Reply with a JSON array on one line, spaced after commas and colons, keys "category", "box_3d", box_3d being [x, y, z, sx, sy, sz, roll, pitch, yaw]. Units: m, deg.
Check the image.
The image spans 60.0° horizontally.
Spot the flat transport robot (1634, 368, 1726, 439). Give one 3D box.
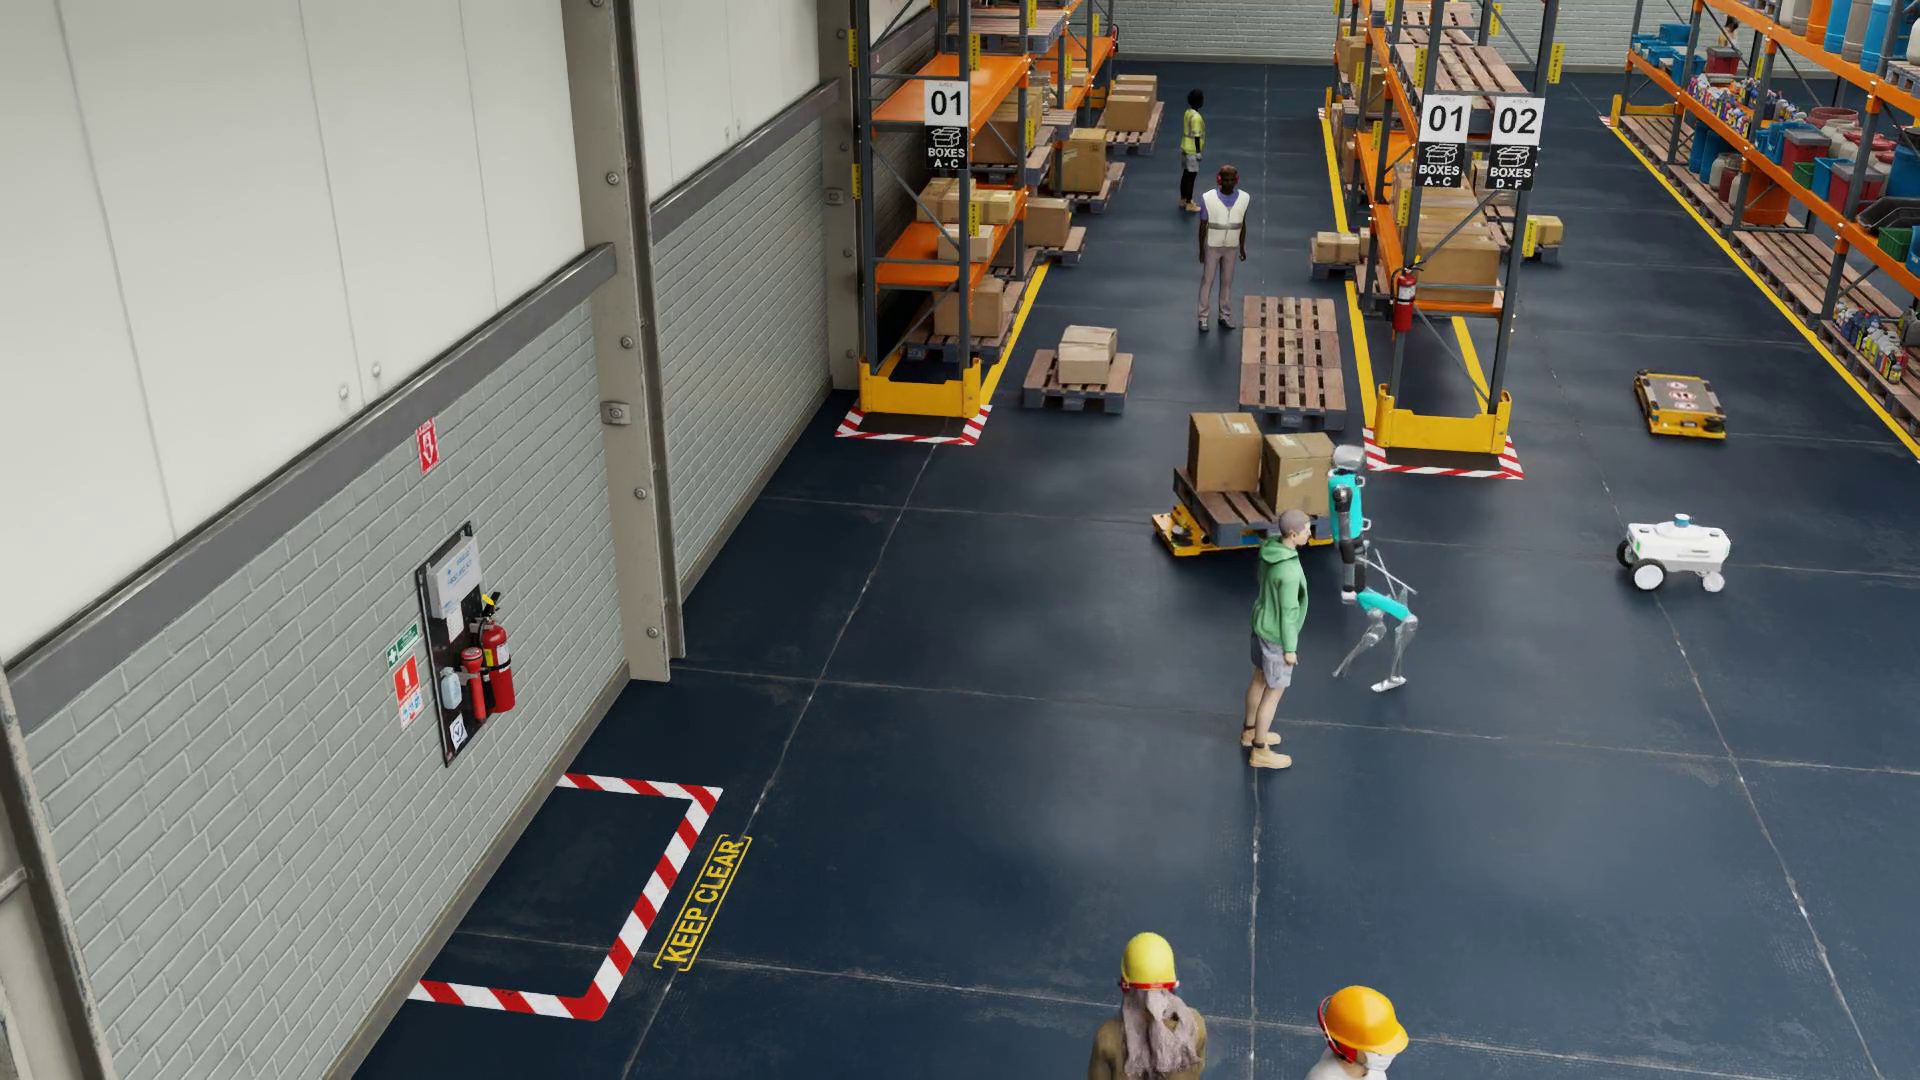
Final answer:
[{"category": "flat transport robot", "box_3d": [7.004, -1.332, 16.209, 0.659, 0.231, 1.431, 6, 26, 13]}]

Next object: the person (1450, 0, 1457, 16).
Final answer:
[{"category": "person", "box_3d": [9.325, -9.442, 31.799, 0.528, 1.768, 0.310, 8, 26, 16]}]

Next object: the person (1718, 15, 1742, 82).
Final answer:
[{"category": "person", "box_3d": [13.601, -8.390, 29.454, 0.563, 1.840, 0.434, -16, 29, -30]}]

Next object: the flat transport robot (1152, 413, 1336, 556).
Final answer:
[{"category": "flat transport robot", "box_3d": [2.355, -0.132, 13.639, 1.431, 0.231, 0.659, -4, 25, -9]}]

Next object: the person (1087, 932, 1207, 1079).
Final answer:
[{"category": "person", "box_3d": [0.723, 2.310, 6.703, 0.511, 1.707, 0.893, -1, 25, -3]}]

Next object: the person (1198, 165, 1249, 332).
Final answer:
[{"category": "person", "box_3d": [2.901, -3.243, 18.435, 0.563, 1.847, 0.396, -6, 26, -12]}]

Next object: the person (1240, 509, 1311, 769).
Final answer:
[{"category": "person", "box_3d": [1.959, 0.603, 10.343, 0.315, 1.734, 0.478, -3, 25, -6]}]

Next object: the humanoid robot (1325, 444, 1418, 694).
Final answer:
[{"category": "humanoid robot", "box_3d": [2.852, 0.237, 11.181, 0.915, 1.770, 0.545, 6, 26, 12]}]

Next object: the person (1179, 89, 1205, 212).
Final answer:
[{"category": "person", "box_3d": [3.278, -5.482, 23.400, 0.318, 1.699, 0.534, -4, 25, -8]}]

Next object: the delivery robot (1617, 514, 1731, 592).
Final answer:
[{"category": "delivery robot", "box_3d": [5.495, 0.090, 12.835, 0.783, 0.601, 0.499, 3, 25, 7]}]

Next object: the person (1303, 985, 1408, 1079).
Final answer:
[{"category": "person", "box_3d": [1.405, 2.443, 6.210, 0.353, 1.896, 0.560, 16, 29, 30]}]
